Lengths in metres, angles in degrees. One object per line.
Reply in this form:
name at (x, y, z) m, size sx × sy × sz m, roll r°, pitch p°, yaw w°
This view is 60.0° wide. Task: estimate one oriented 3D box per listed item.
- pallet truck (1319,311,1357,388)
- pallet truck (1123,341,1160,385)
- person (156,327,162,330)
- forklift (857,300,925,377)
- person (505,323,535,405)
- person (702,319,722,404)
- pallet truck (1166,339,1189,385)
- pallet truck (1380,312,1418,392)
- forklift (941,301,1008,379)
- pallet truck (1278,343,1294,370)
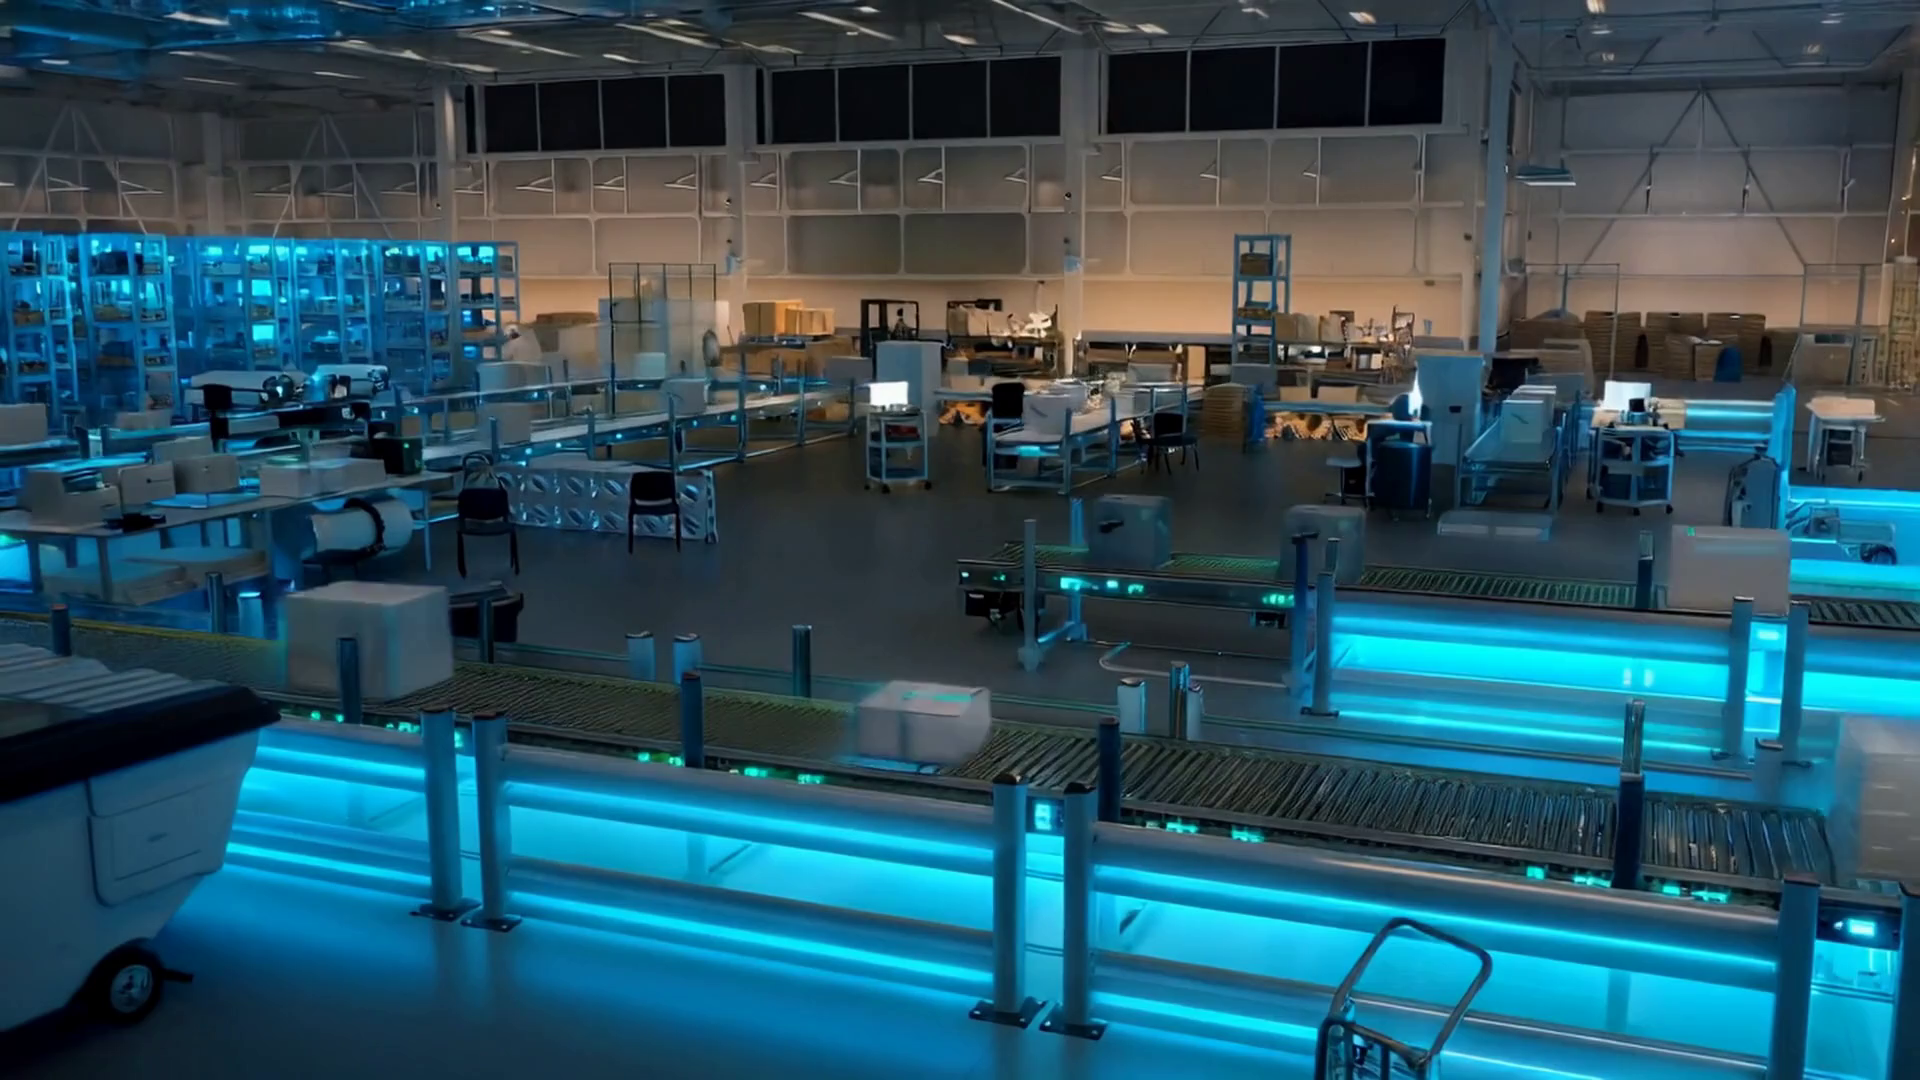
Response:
pallet truck at (9.071, -4.419, 39.190) m, size 0.823 × 1.965 × 1.885 m, roll 5°, pitch 10°, yaw 26°
pallet truck at (4.445, -4.380, 41.279) m, size 0.680 × 1.201 × 1.601 m, roll 4°, pitch 10°, yaw 22°
person at (-17.872, -3.996, 37.145) m, size 0.573 × 1.831 × 0.405 m, roll -7°, pitch 11°, yaw -35°
forklift at (-1.732, -5.109, 42.468) m, size 1.157 × 1.987 × 2.680 m, roll 4°, pitch 10°, yaw 22°
person at (-9.545, -3.783, 35.952) m, size 0.593 × 1.805 × 0.854 m, roll 7°, pitch 12°, yaw 36°
person at (-5.422, -3.858, 36.110) m, size 0.504 × 1.888 × 0.665 m, roll -3°, pitch 10°, yaw -19°
pallet truck at (5.418, -4.269, 40.420) m, size 0.704 × 1.261 × 1.522 m, roll 3°, pitch 10°, yaw 20°
pallet truck at (10.207, -4.283, 38.369) m, size 0.823 × 1.965 × 1.885 m, roll 3°, pitch 10°, yaw 20°
forklift at (0.365, -4.966, 41.571) m, size 1.157 × 1.987 × 2.680 m, roll 3°, pitch 10°, yaw 20°
pallet truck at (7.886, -4.163, 39.743) m, size 0.653 × 1.274 × 1.630 m, roll 4°, pitch 10°, yaw 22°
